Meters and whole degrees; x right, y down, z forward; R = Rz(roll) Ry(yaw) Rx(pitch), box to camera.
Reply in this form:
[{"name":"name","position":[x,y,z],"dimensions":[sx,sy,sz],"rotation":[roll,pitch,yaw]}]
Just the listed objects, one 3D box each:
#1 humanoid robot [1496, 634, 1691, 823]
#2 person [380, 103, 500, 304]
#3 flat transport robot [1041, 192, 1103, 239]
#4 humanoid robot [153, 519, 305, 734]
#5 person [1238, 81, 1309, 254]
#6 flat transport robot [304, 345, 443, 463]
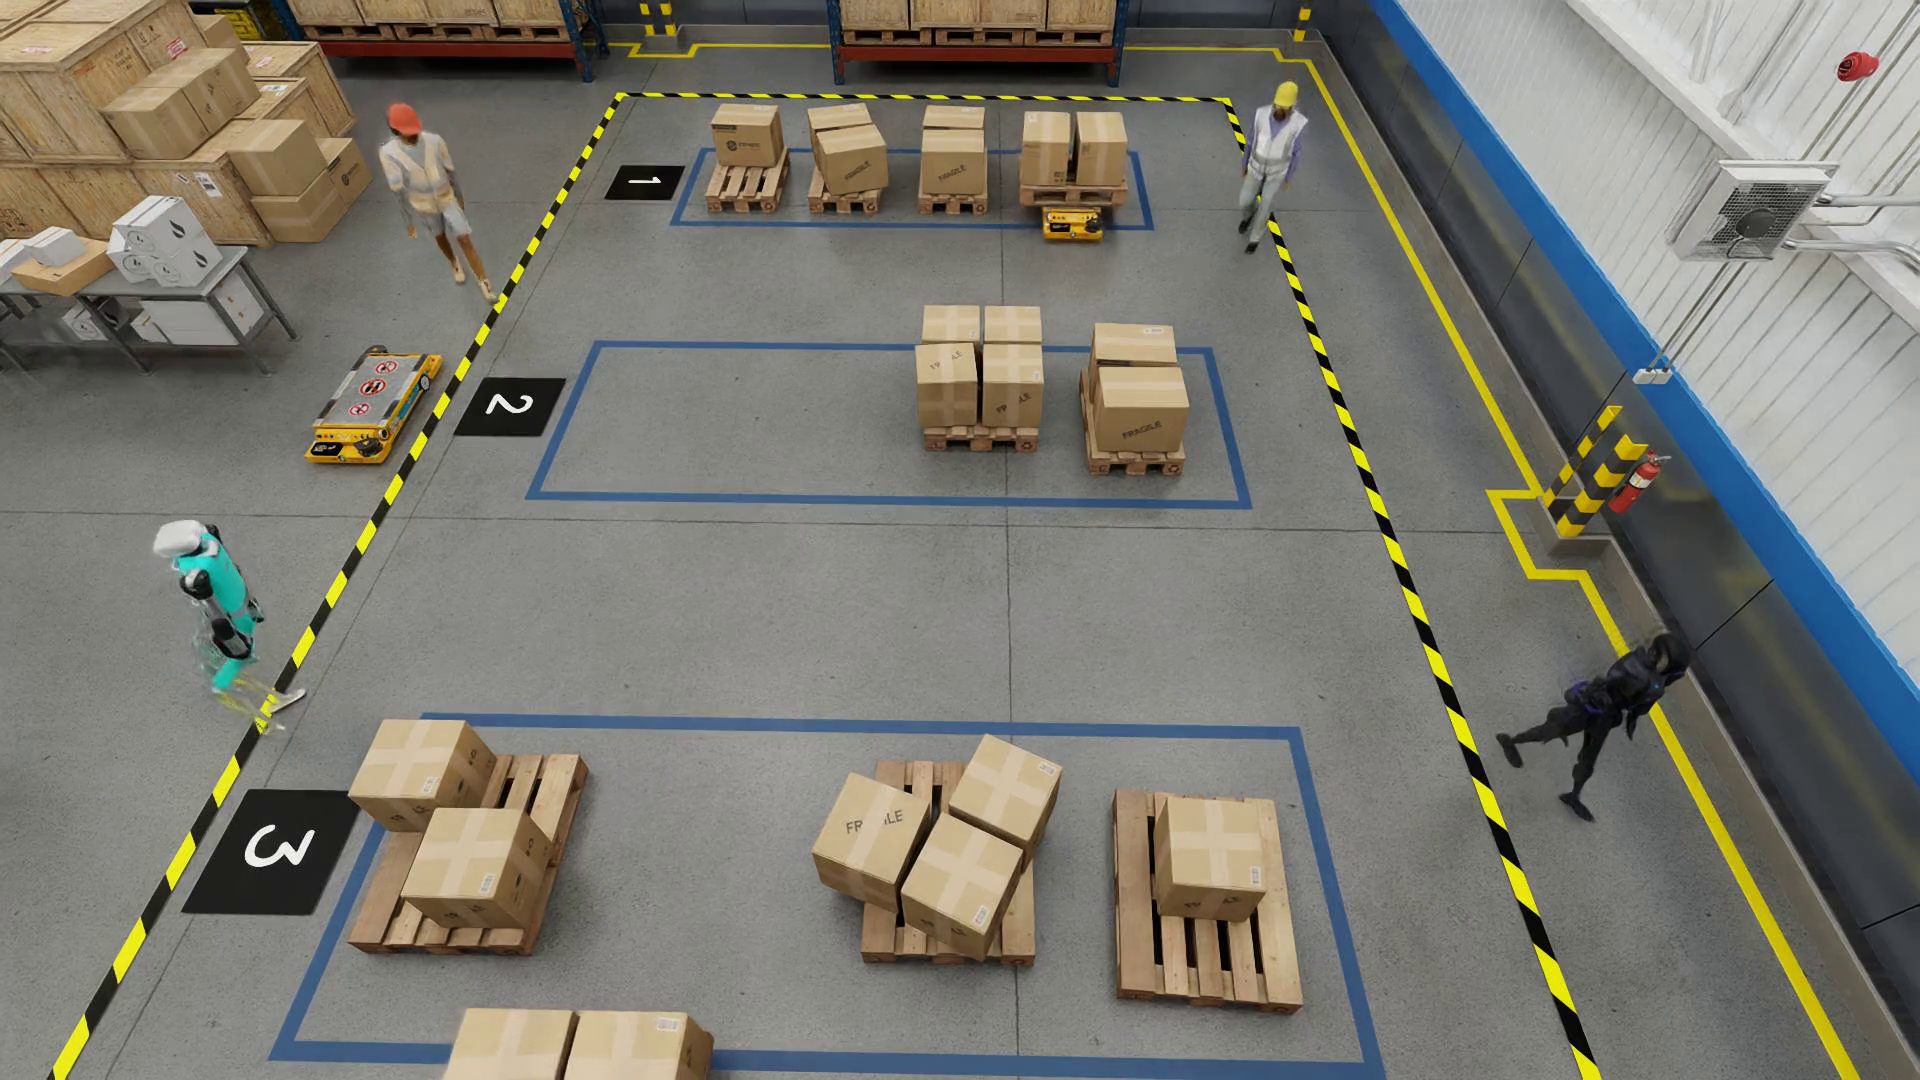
[{"name":"humanoid robot","position":[3.864,1.091,5.537],"dimensions":[0.592,1.626,0.722],"rotation":[-7,50,-6]},{"name":"person","position":[-5.160,-3.275,9.016],"dimensions":[0.670,1.972,1.096],"rotation":[-28,55,-22]},{"name":"flat transport robot","position":[1.283,-4.004,10.736],"dimensions":[0.652,0.197,1.431],"rotation":[1,50,1]},{"name":"humanoid robot","position":[-4.794,0.614,5.894],"dimensions":[0.803,1.774,0.554],"rotation":[-17,52,-14]},{"name":"person","position":[3.249,-3.921,9.673],"dimensions":[0.597,1.818,0.449],"rotation":[22,53,18]},{"name":"flat transport robot","position":[-5.383,-1.269,8.441],"dimensions":[0.659,0.231,1.431],"rotation":[1,50,1]}]
